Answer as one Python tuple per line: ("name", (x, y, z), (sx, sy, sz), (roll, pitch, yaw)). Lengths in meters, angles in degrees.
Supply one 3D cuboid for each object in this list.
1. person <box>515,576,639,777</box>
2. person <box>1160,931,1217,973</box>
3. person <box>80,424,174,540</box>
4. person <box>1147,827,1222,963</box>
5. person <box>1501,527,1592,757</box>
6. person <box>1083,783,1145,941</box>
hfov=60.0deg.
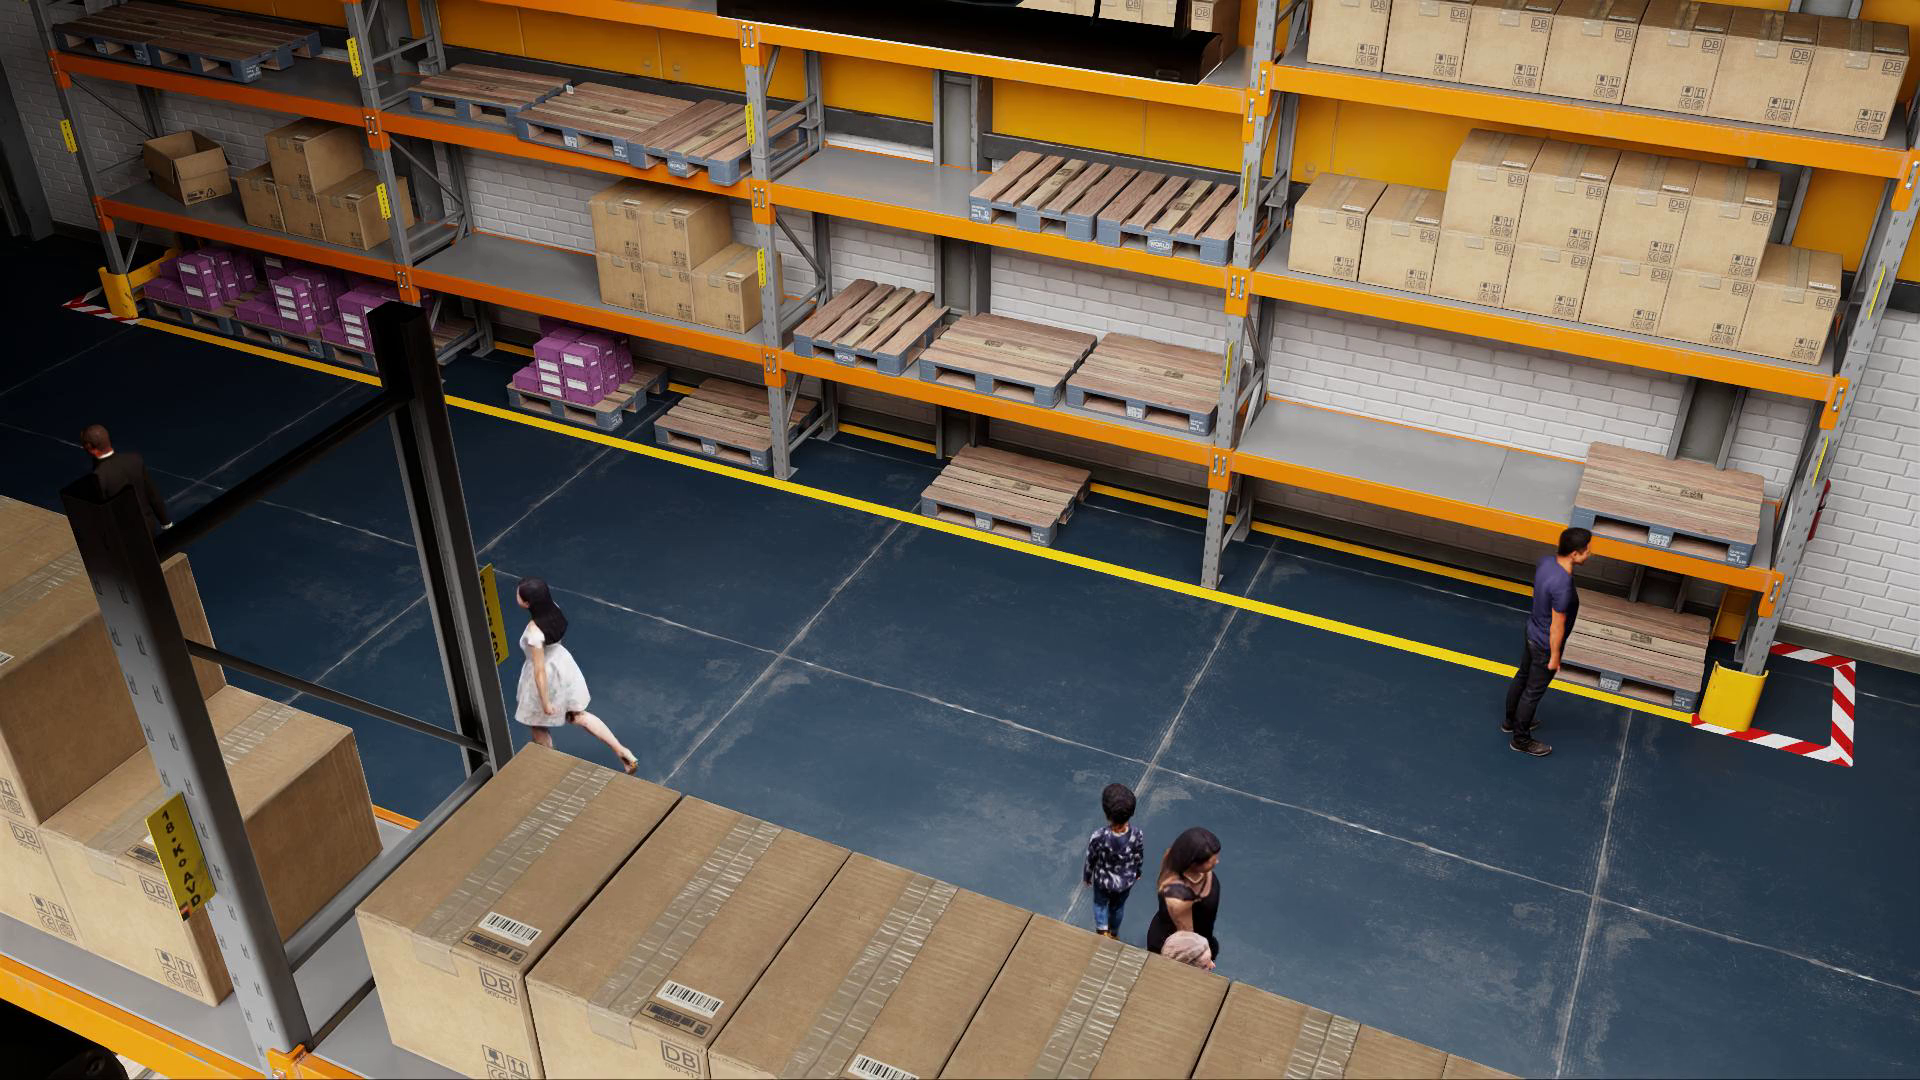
("person", (-2.610, 0.982, 11.027), (1.095, 1.748, 0.740), (8, 34, 11))
("person", (0.949, 2.676, 8.428), (1.207, 1.803, 0.678), (15, 36, 21))
("person", (-6.104, -0.003, 12.385), (0.888, 1.885, 0.814), (10, 35, 15))
("person", (1.125, 2.219, 9.213), (0.697, 1.696, 0.699), (7, 34, 11))
("person", (4.021, 0.673, 11.460), (0.673, 1.784, 0.719), (1, 34, 2))
("person", (0.921, 2.015, 9.926), (0.628, 1.247, 0.688), (-2, 34, -2))
